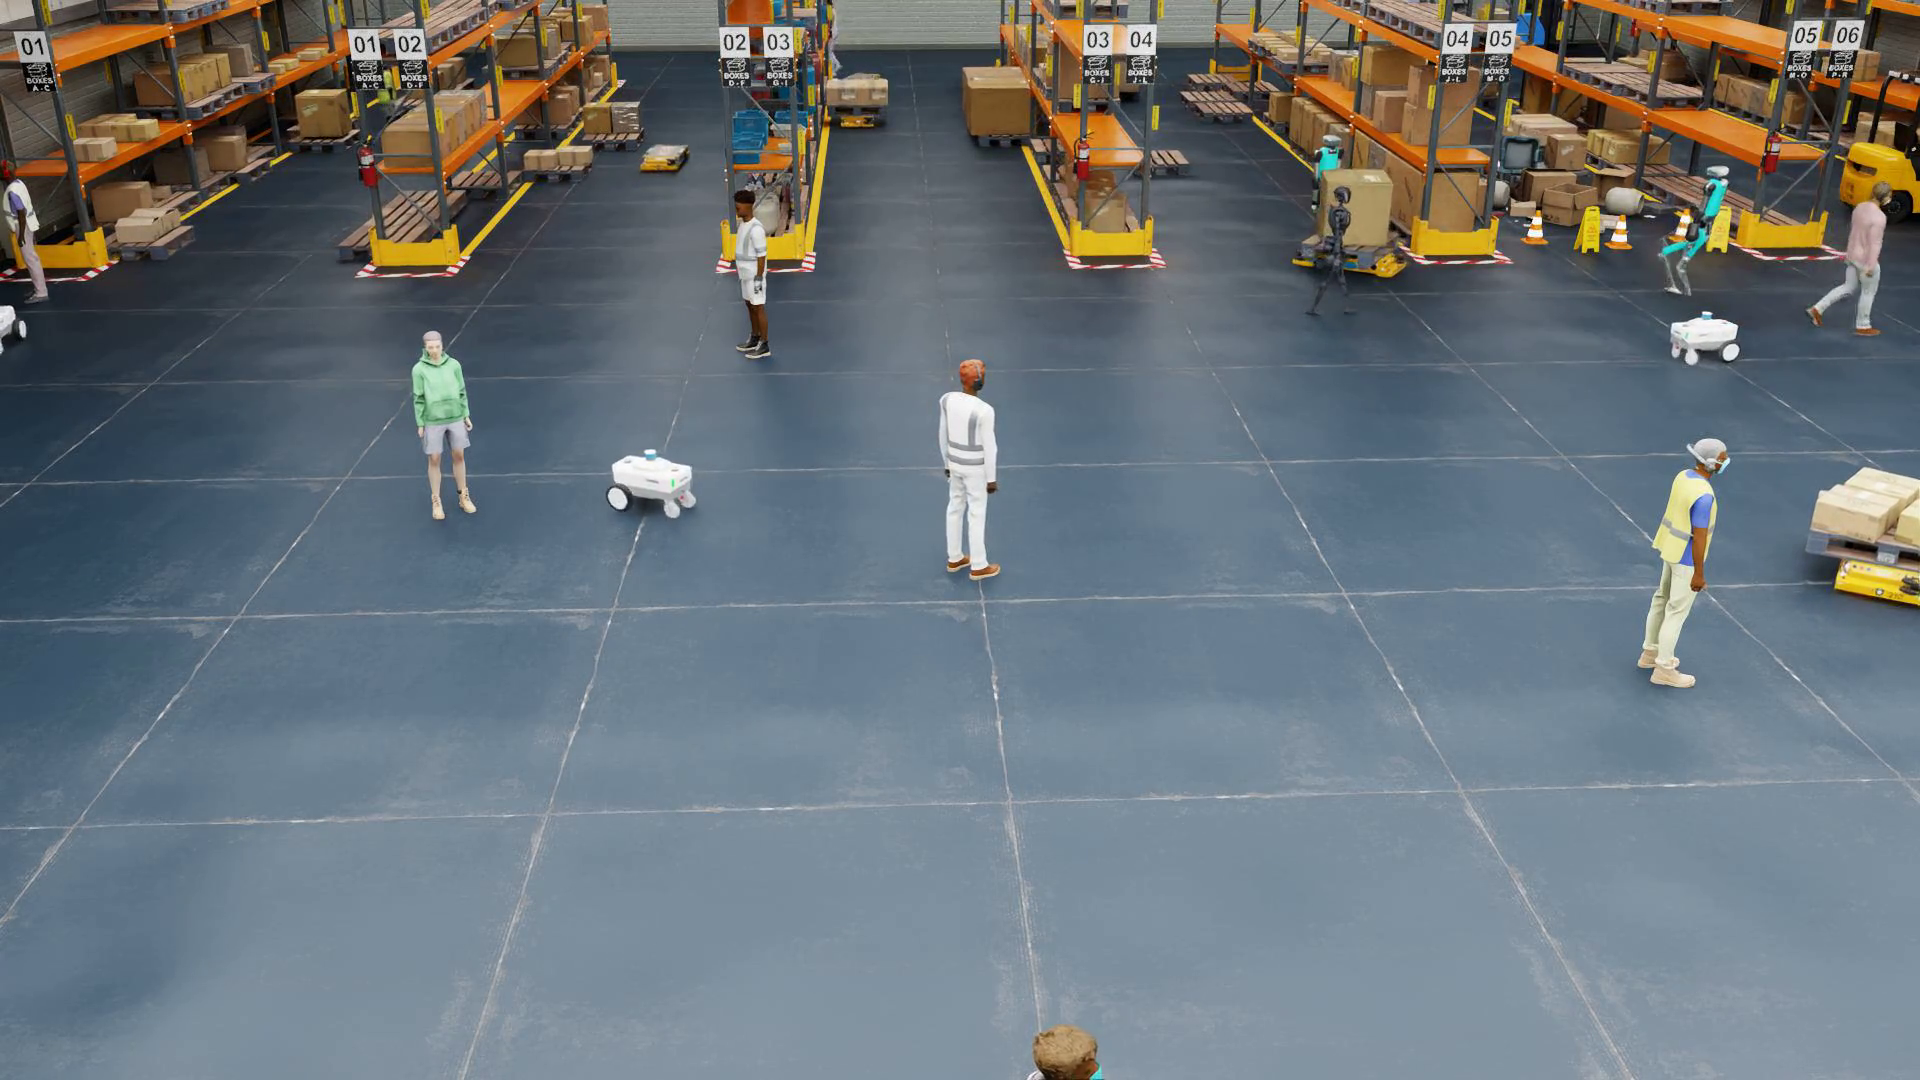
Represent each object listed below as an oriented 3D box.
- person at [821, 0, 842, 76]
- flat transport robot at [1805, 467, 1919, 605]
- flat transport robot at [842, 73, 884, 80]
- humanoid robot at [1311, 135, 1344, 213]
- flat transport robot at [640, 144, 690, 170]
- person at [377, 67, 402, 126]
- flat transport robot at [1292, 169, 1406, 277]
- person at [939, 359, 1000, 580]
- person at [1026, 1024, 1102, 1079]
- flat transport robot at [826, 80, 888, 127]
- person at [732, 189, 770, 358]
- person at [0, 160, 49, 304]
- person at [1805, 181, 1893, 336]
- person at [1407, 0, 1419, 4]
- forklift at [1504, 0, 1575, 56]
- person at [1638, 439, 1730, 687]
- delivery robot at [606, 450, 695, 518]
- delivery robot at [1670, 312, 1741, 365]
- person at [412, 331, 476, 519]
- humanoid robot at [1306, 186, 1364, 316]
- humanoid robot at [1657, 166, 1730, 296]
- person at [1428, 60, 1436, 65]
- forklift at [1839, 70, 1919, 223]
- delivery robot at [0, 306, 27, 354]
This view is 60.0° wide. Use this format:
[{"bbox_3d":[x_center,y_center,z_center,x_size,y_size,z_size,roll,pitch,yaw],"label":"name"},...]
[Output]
[{"bbox_3d":[-3.114,-11.927,39.338,0.413,1.849,0.505,5,24,11],"label":"person"},{"bbox_3d":[7.878,0.151,14.132,0.659,0.231,1.431,13,27,27],"label":"flat transport robot"},{"bbox_3d":[-2.255,-10.444,37.940,0.659,0.231,1.431,6,25,13],"label":"flat transport robot"},{"bbox_3d":[5.255,-4.713,23.293,0.533,1.819,0.693,-15,28,-30],"label":"humanoid robot"},{"bbox_3d":[-5.307,-6.895,29.966,0.659,0.231,1.431,0,24,1],"label":"flat transport robot"},{"bbox_3d":[-10.776,-8.261,31.315,0.590,1.653,0.396,18,30,35],"label":"person"},{"bbox_3d":[5.453,-3.923,23.287,1.431,0.231,0.659,14,27,28],"label":"flat transport robot"},{"bbox_3d":[0.079,-0.587,13.809,0.573,1.881,0.356,21,32,39],"label":"person"},{"bbox_3d":[0.361,2.663,6.466,0.364,1.916,0.491,-2,24,-4],"label":"person"},{"bbox_3d":[-2.073,-8.587,33.767,0.659,0.231,1.431,-1,24,-2],"label":"flat transport robot"},{"bbox_3d":[-2.436,-3.105,19.364,0.361,1.963,0.611,-11,26,-22],"label":"person"},{"bbox_3d":[-12.114,-3.998,21.516,0.375,1.843,0.570,-11,26,-23],"label":"person"},{"bbox_3d":[10.880,-3.403,20.112,0.809,1.903,0.648,1,24,2],"label":"person"},{"bbox_3d":[11.293,-12.980,41.781,0.614,1.776,0.613,-6,25,-13],"label":"person"},{"bbox_3d":[14.700,-13.805,42.301,1.873,2.768,1.129,-1,24,-2],"label":"forklift"},{"bbox_3d":[5.270,0.151,12.141,0.381,1.890,0.545,1,24,2],"label":"person"},{"bbox_3d":[-2.836,-0.548,15.323,0.747,0.570,0.499,10,26,22],"label":"delivery robot"},{"bbox_3d":[8.718,-2.358,19.441,0.784,0.613,0.518,-5,24,-11],"label":"delivery robot"},{"bbox_3d":[-4.664,-1.054,15.027,0.473,1.742,0.324,-13,27,-27],"label":"person"},{"bbox_3d":[4.778,-3.620,20.900,0.712,1.631,0.601,6,25,14],"label":"humanoid robot"},{"bbox_3d":[9.495,-3.990,21.726,0.542,1.842,0.784,-20,31,-38],"label":"humanoid robot"},{"bbox_3d":[9.252,-8.864,32.439,0.405,1.854,0.545,-1,24,-2],"label":"person"},{"bbox_3d":[15.132,-6.143,25.915,2.313,2.155,1.214,-1,24,-2],"label":"forklift"},{"bbox_3d":[-11.553,-2.555,19.854,0.499,0.587,0.782,-4,24,-8],"label":"delivery robot"}]
